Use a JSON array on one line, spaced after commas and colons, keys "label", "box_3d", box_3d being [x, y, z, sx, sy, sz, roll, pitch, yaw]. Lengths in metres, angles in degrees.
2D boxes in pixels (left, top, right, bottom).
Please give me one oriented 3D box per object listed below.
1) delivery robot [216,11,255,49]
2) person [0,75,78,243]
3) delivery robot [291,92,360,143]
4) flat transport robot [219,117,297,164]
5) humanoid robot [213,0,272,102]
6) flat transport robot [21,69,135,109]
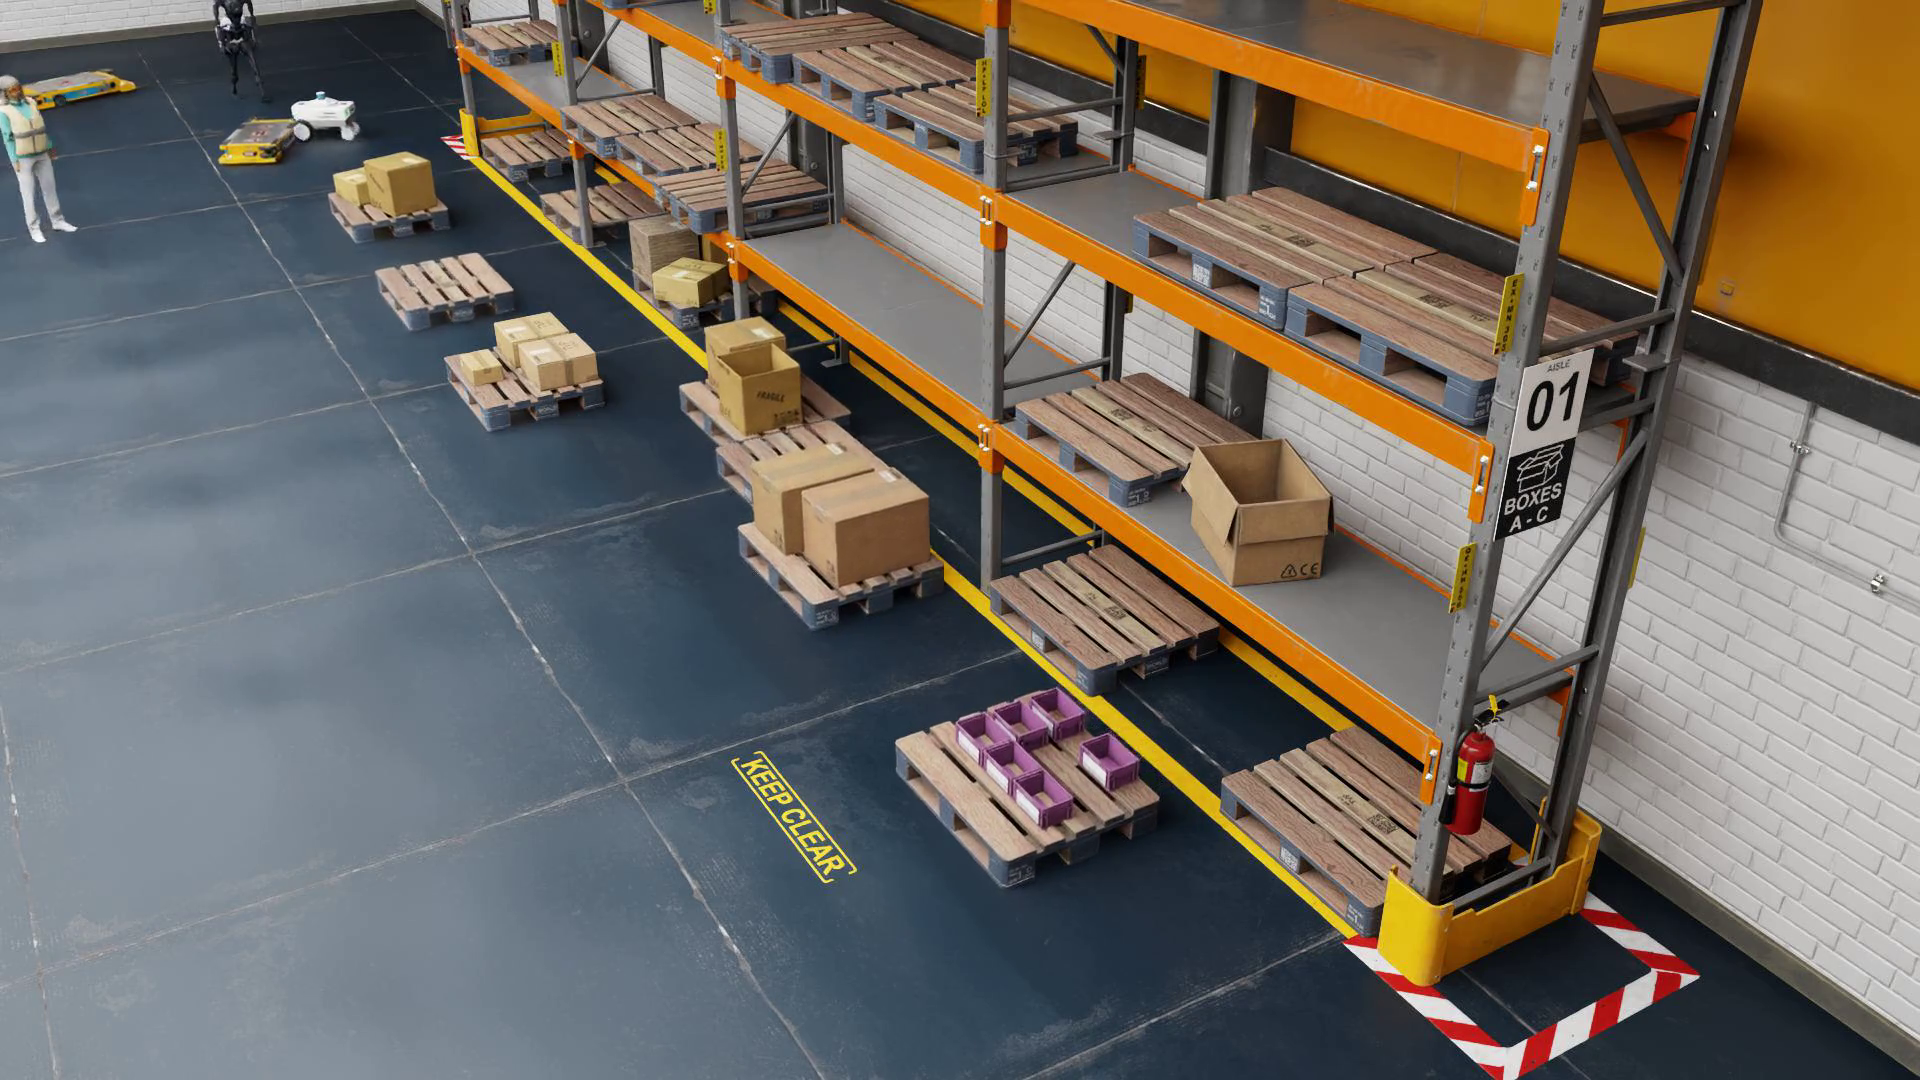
[{"label": "delivery robot", "box_3d": [-10.786, -7.549, 24.646, 0.499, 0.572, 0.747, -7, 30, -12]}, {"label": "person", "box_3d": [-9.597, -3.947, 17.148, 0.376, 1.701, 0.524, 13, 32, 22]}, {"label": "delivery robot", "box_3d": [-7.899, -5.232, 20.598, 0.791, 0.614, 0.499, -1, 30, -1]}, {"label": "flat transport robot", "box_3d": [-8.468, -4.853, 20.199, 0.659, 0.231, 1.431, -3, 30, -5]}, {"label": "humanoid robot", "box_3d": [-9.490, -6.591, 21.885, 0.775, 1.627, 0.602, 25, 38, 37]}, {"label": "flat transport robot", "box_3d": [-11.910, -6.029, 22.276, 0.659, 0.231, 1.431, 20, 35, 32]}]
